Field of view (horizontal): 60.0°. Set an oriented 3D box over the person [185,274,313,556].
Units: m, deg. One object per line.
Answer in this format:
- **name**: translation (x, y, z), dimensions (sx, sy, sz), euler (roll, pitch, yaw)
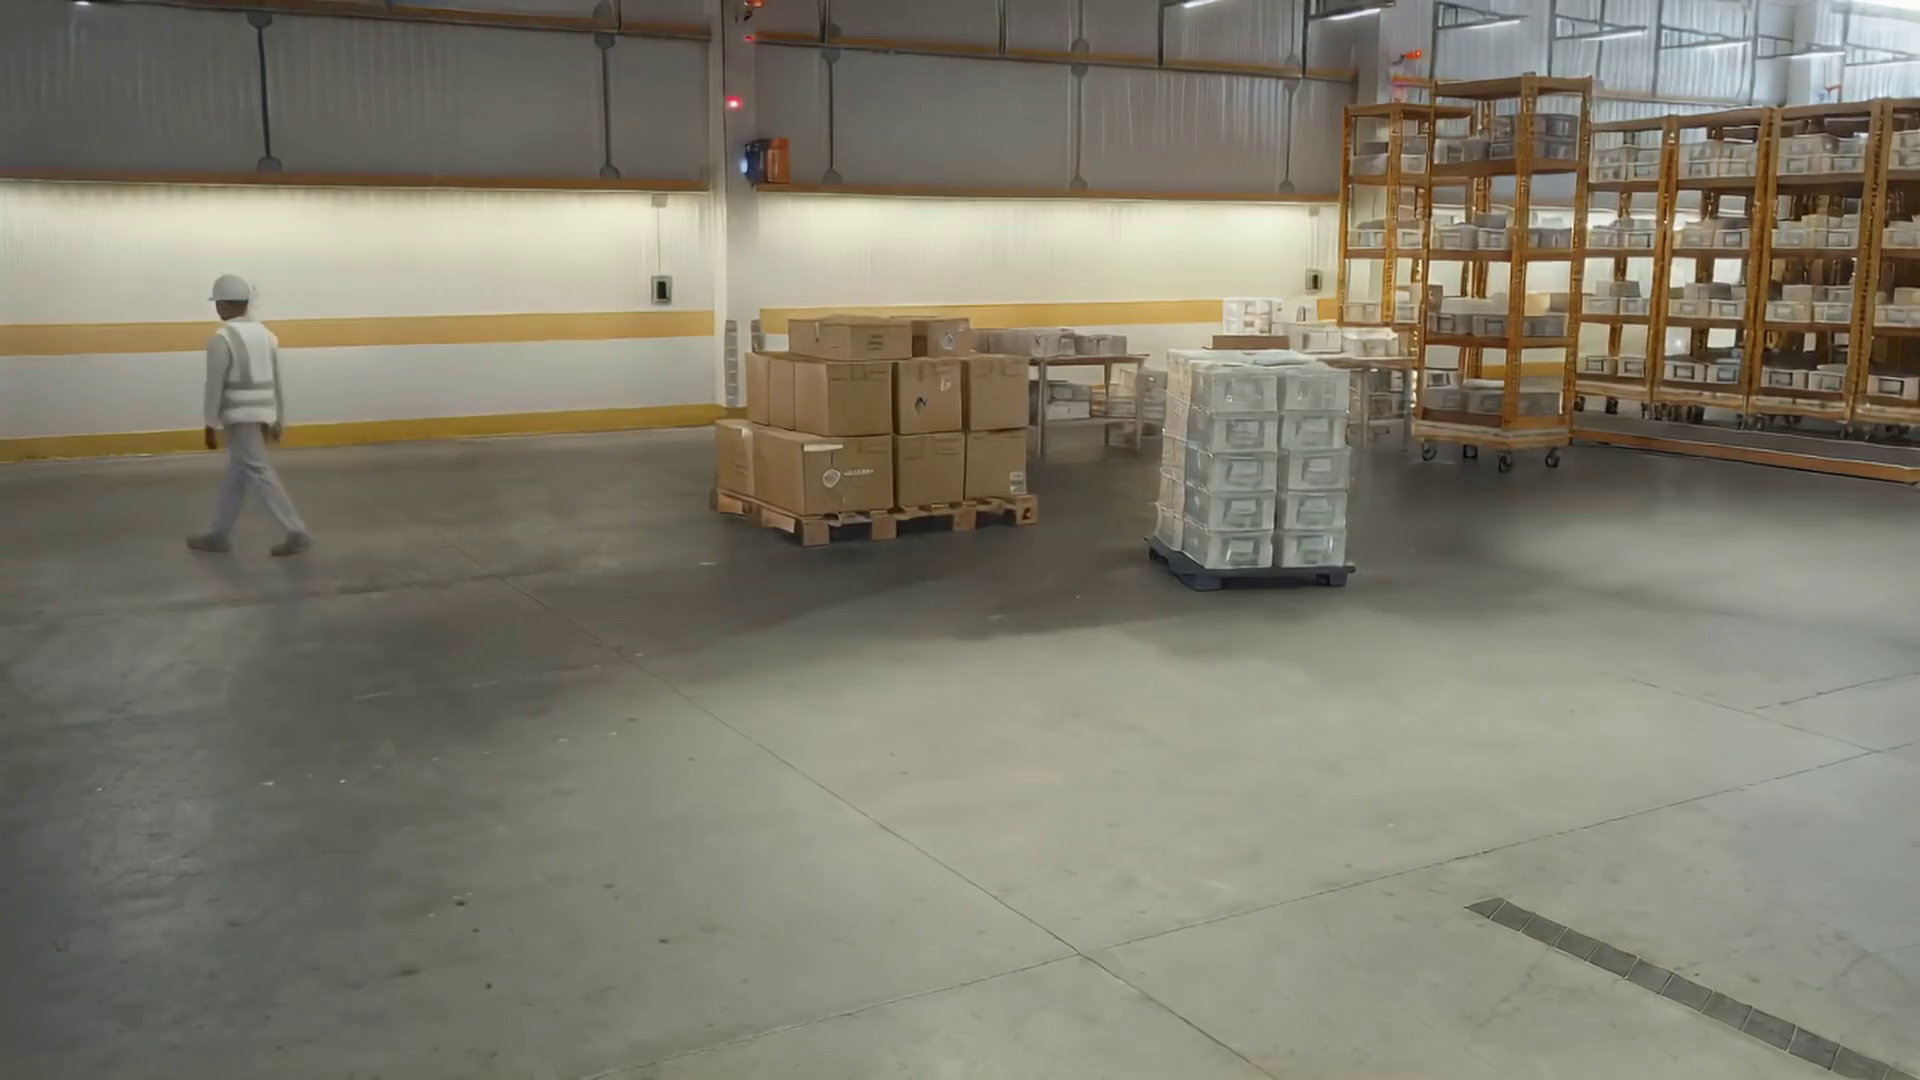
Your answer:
- **person**: translation (-4.808, -0.827, 11.156), dimensions (0.984, 1.900, 0.623), euler (2, 10, 9)
